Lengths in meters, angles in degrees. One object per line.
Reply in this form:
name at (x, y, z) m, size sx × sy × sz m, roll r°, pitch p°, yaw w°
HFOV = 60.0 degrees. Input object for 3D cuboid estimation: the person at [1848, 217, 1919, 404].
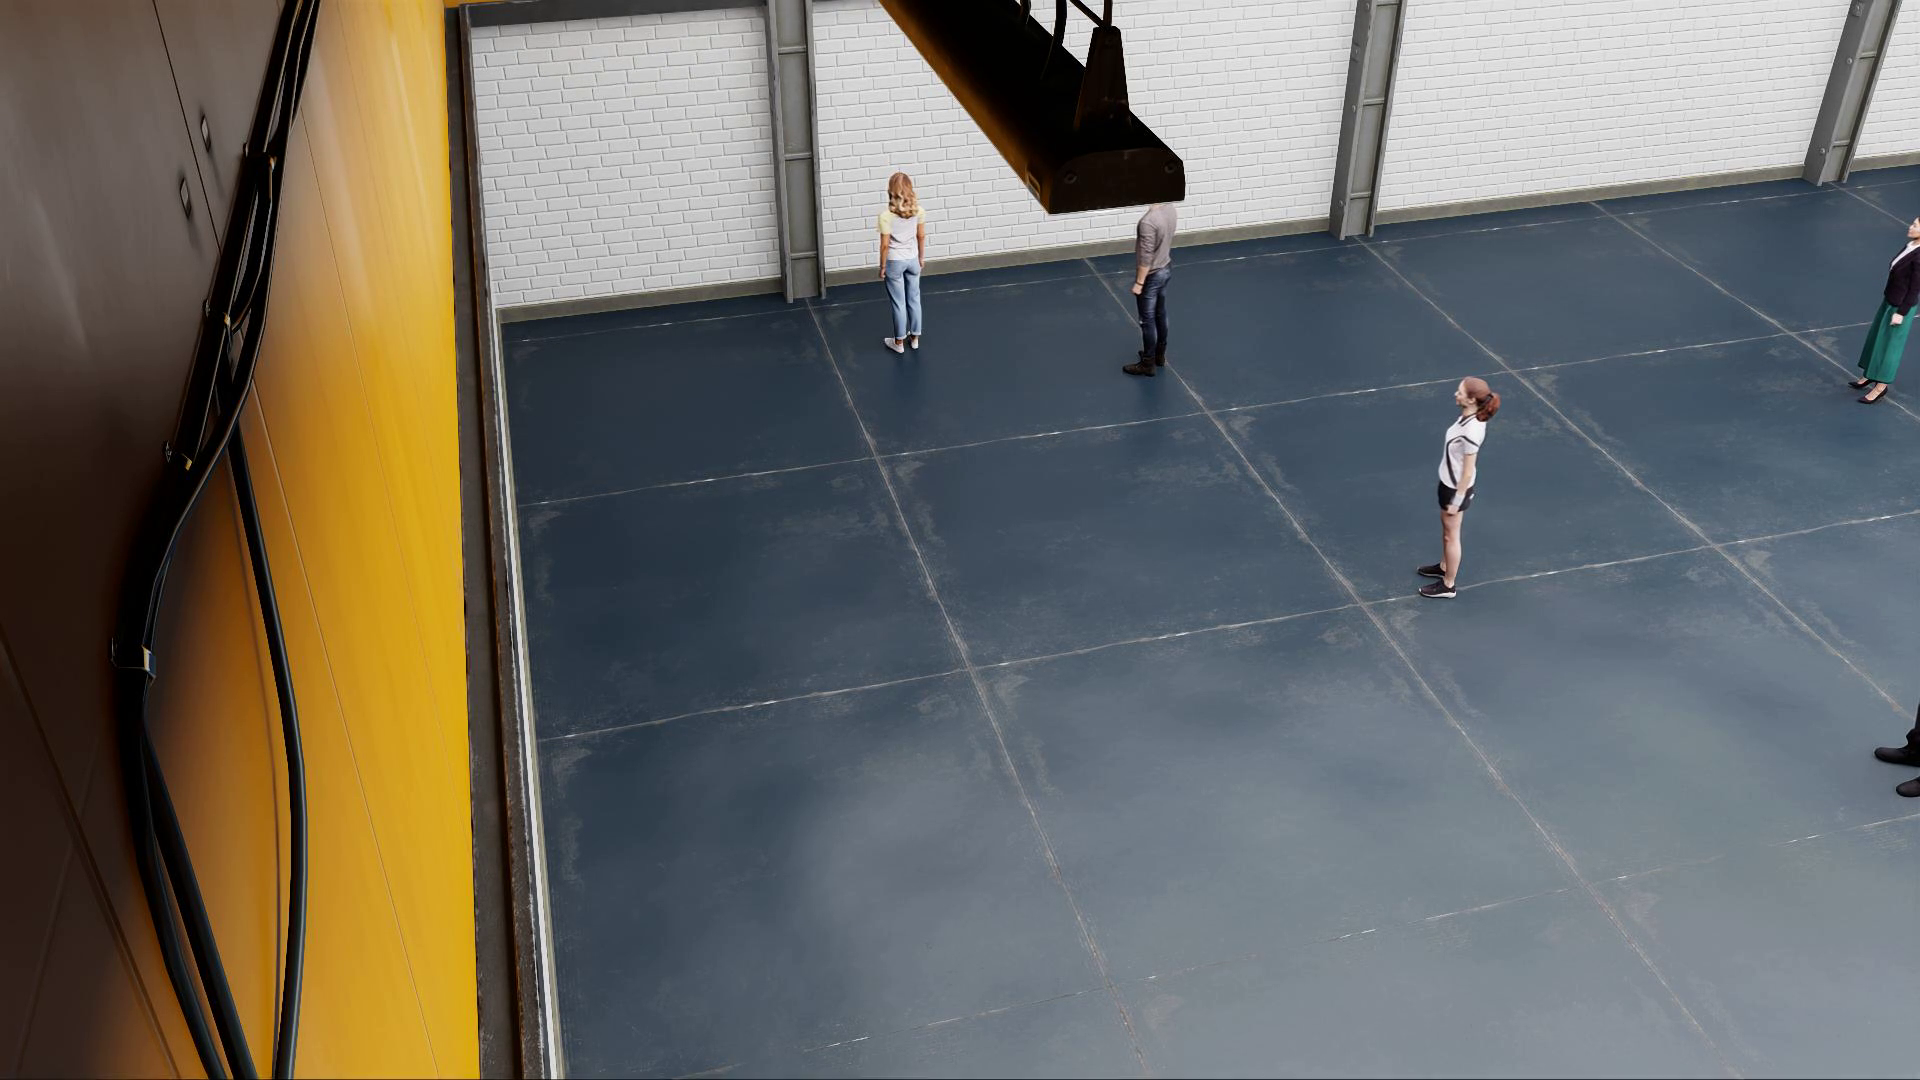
person at (8.161, -2.023, 14.471) m, size 0.672 × 1.740 × 0.687 m, roll 7°, pitch 34°, yaw 10°

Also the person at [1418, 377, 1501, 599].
person at (3.582, -0.385, 11.996) m, size 0.675 × 1.751 × 0.662 m, roll 6°, pitch 34°, yaw 9°

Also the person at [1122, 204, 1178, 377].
person at (1.733, -2.377, 14.853) m, size 0.821 × 1.905 × 0.747 m, roll 20°, pitch 38°, yaw 27°

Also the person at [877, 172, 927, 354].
person at (-0.526, -2.540, 15.264) m, size 0.573 × 1.723 × 0.737 m, roll -18°, pitch 37°, yaw -24°
